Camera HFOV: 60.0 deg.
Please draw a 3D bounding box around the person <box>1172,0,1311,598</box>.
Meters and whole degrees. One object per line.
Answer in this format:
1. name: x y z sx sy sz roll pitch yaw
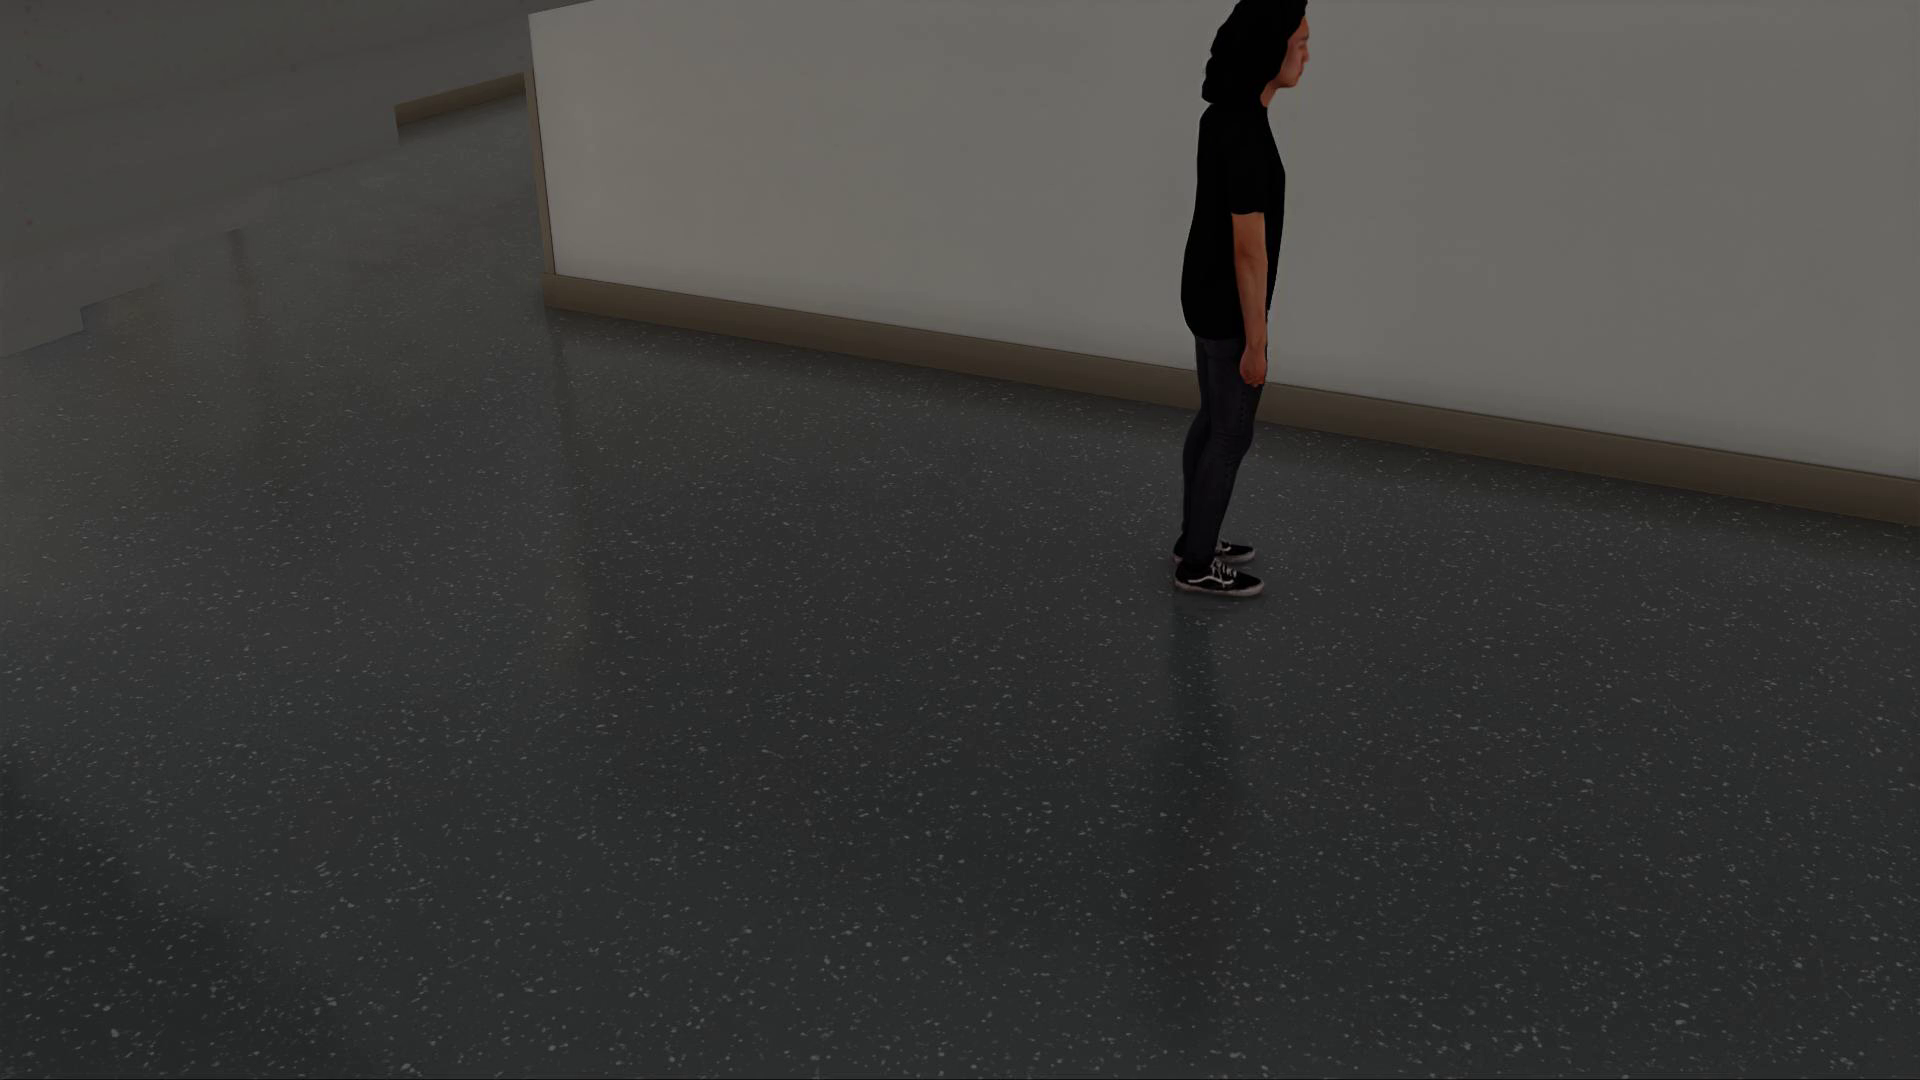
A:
1. person: 0.784 -0.703 4.927 0.708 1.824 0.717 -2 26 -3
